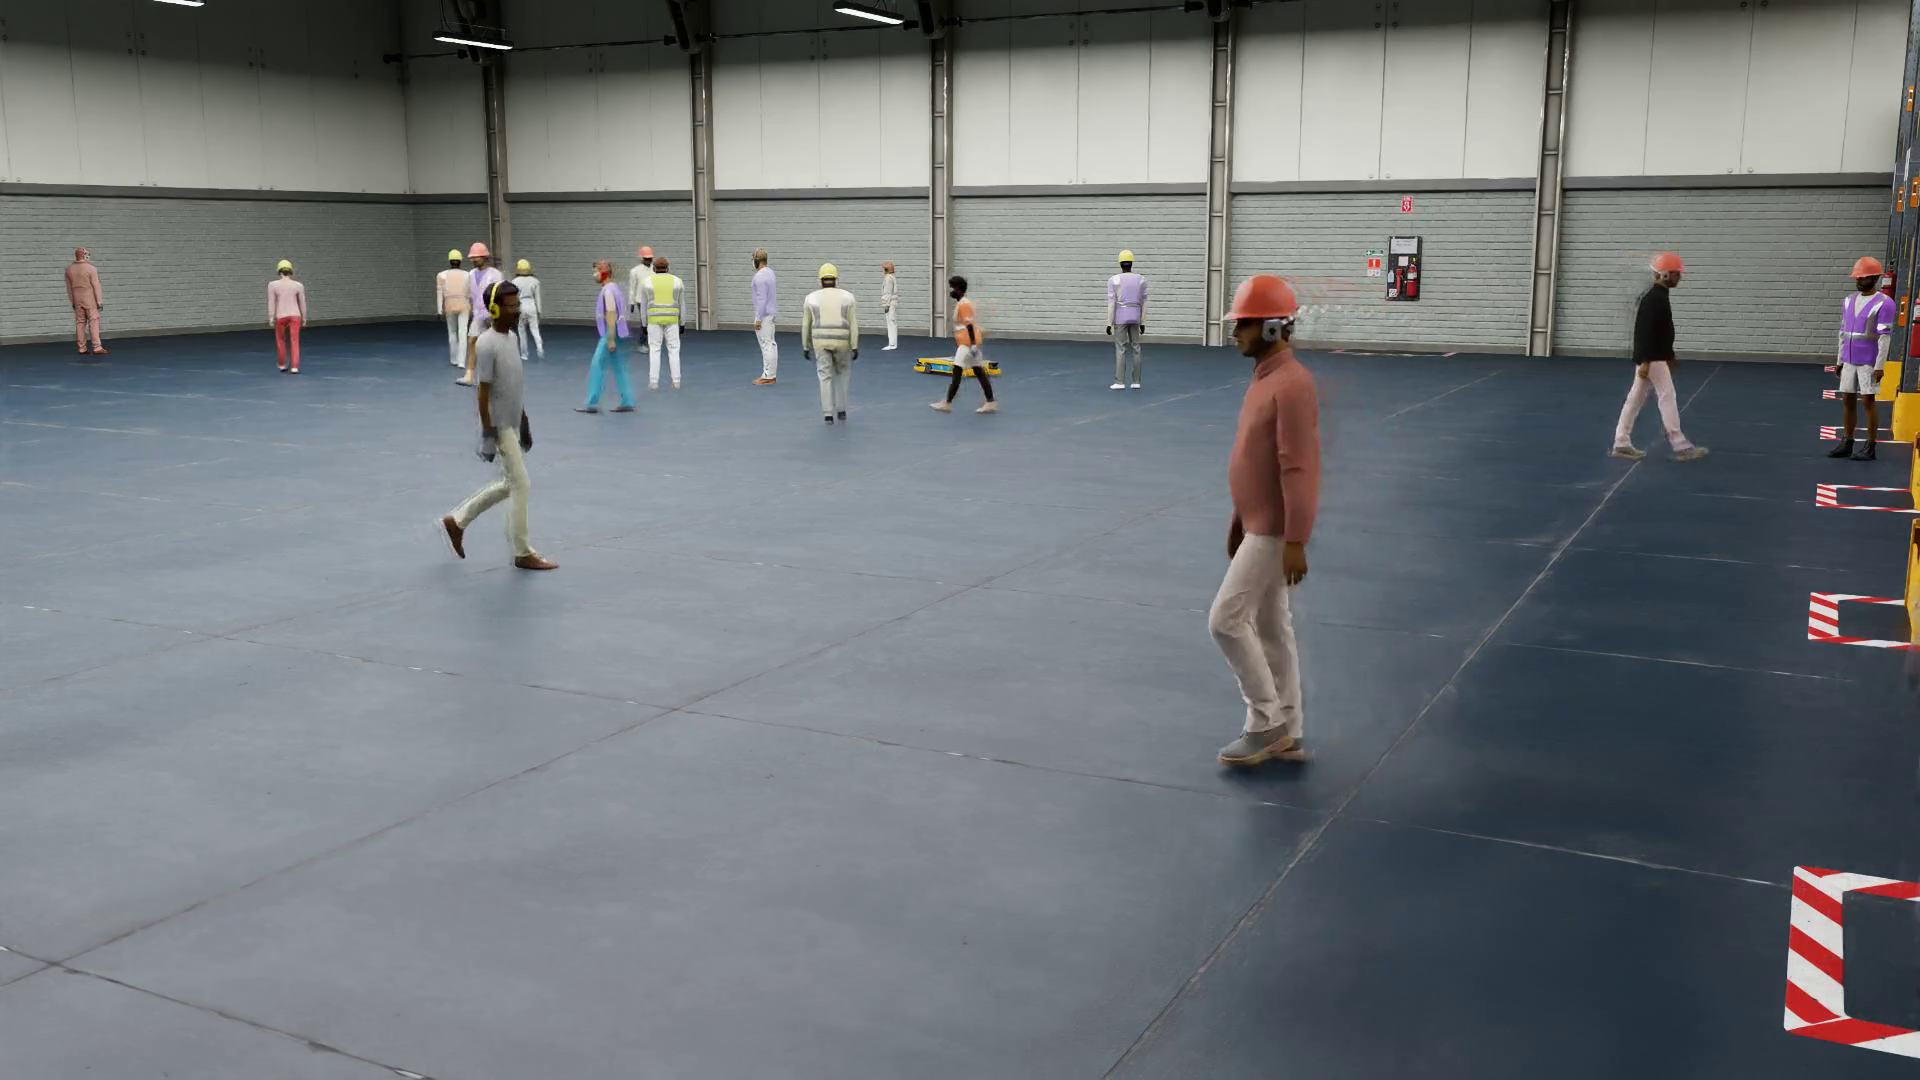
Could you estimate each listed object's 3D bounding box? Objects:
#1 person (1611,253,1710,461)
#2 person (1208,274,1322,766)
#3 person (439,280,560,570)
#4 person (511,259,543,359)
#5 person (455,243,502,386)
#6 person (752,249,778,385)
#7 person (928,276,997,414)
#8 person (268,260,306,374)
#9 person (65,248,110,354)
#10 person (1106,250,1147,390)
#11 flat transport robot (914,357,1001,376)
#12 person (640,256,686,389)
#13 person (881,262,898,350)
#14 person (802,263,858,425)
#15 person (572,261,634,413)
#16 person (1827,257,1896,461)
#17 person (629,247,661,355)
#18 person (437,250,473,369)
[{"bbox_3d":[6.692,-1.720,15.730,0.952,1.950,0.639,4,11,23],"label":"person"},{"bbox_3d":[1.182,-0.059,6.635,0.537,1.971,0.642,0,10,-1],"label":"person"},{"bbox_3d":[-2.970,-0.725,10.603,0.743,1.854,0.520,1,10,3],"label":"person"},{"bbox_3d":[-7.403,-3.934,28.452,0.489,1.724,0.593,-6,12,-30],"label":"person"},{"bbox_3d":[-6.755,-3.155,23.418,0.634,2.004,0.928,5,11,25],"label":"person"},{"bbox_3d":[-2.796,-3.169,23.706,0.376,1.936,0.627,2,11,8],"label":"person"},{"bbox_3d":[0.032,-2.322,19.859,0.886,1.636,0.539,1,10,3],"label":"person"},{"bbox_3d":[-10.453,-3.461,25.821,0.551,1.726,0.866,-6,12,-28],"label":"person"},{"bbox_3d":[-15.647,-4.275,29.810,0.642,1.909,0.410,2,11,10],"label":"person"},{"bbox_3d":[2.294,-3.038,23.019,0.589,1.924,0.384,-4,11,-19],"label":"person"},{"bbox_3d":[-0.049,-2.672,25.535,0.652,0.197,1.431,-7,13,-34],"label":"flat transport robot"},{"bbox_3d":[-4.143,-3.027,23.212,0.627,1.835,0.428,-3,11,-17],"label":"person"},{"bbox_3d":[-1.313,-4.361,31.010,0.312,1.637,0.523,1,10,7],"label":"person"},{"bbox_3d":[-1.486,-2.235,18.952,0.631,1.799,0.785,-1,10,-5],"label":"person"},{"bbox_3d":[-4.321,-2.417,19.932,0.831,1.812,0.591,-1,10,-8],"label":"person"},{"bbox_3d":[8.549,-1.713,15.797,0.386,1.930,0.541,-3,11,-17],"label":"person"},{"bbox_3d":[-5.646,-4.304,29.923,0.608,1.940,1.066,-9,13,-39],"label":"person"},{"bbox_3d":[-8.098,-3.715,26.813,0.613,1.875,0.991,-3,11,-15],"label":"person"}]
